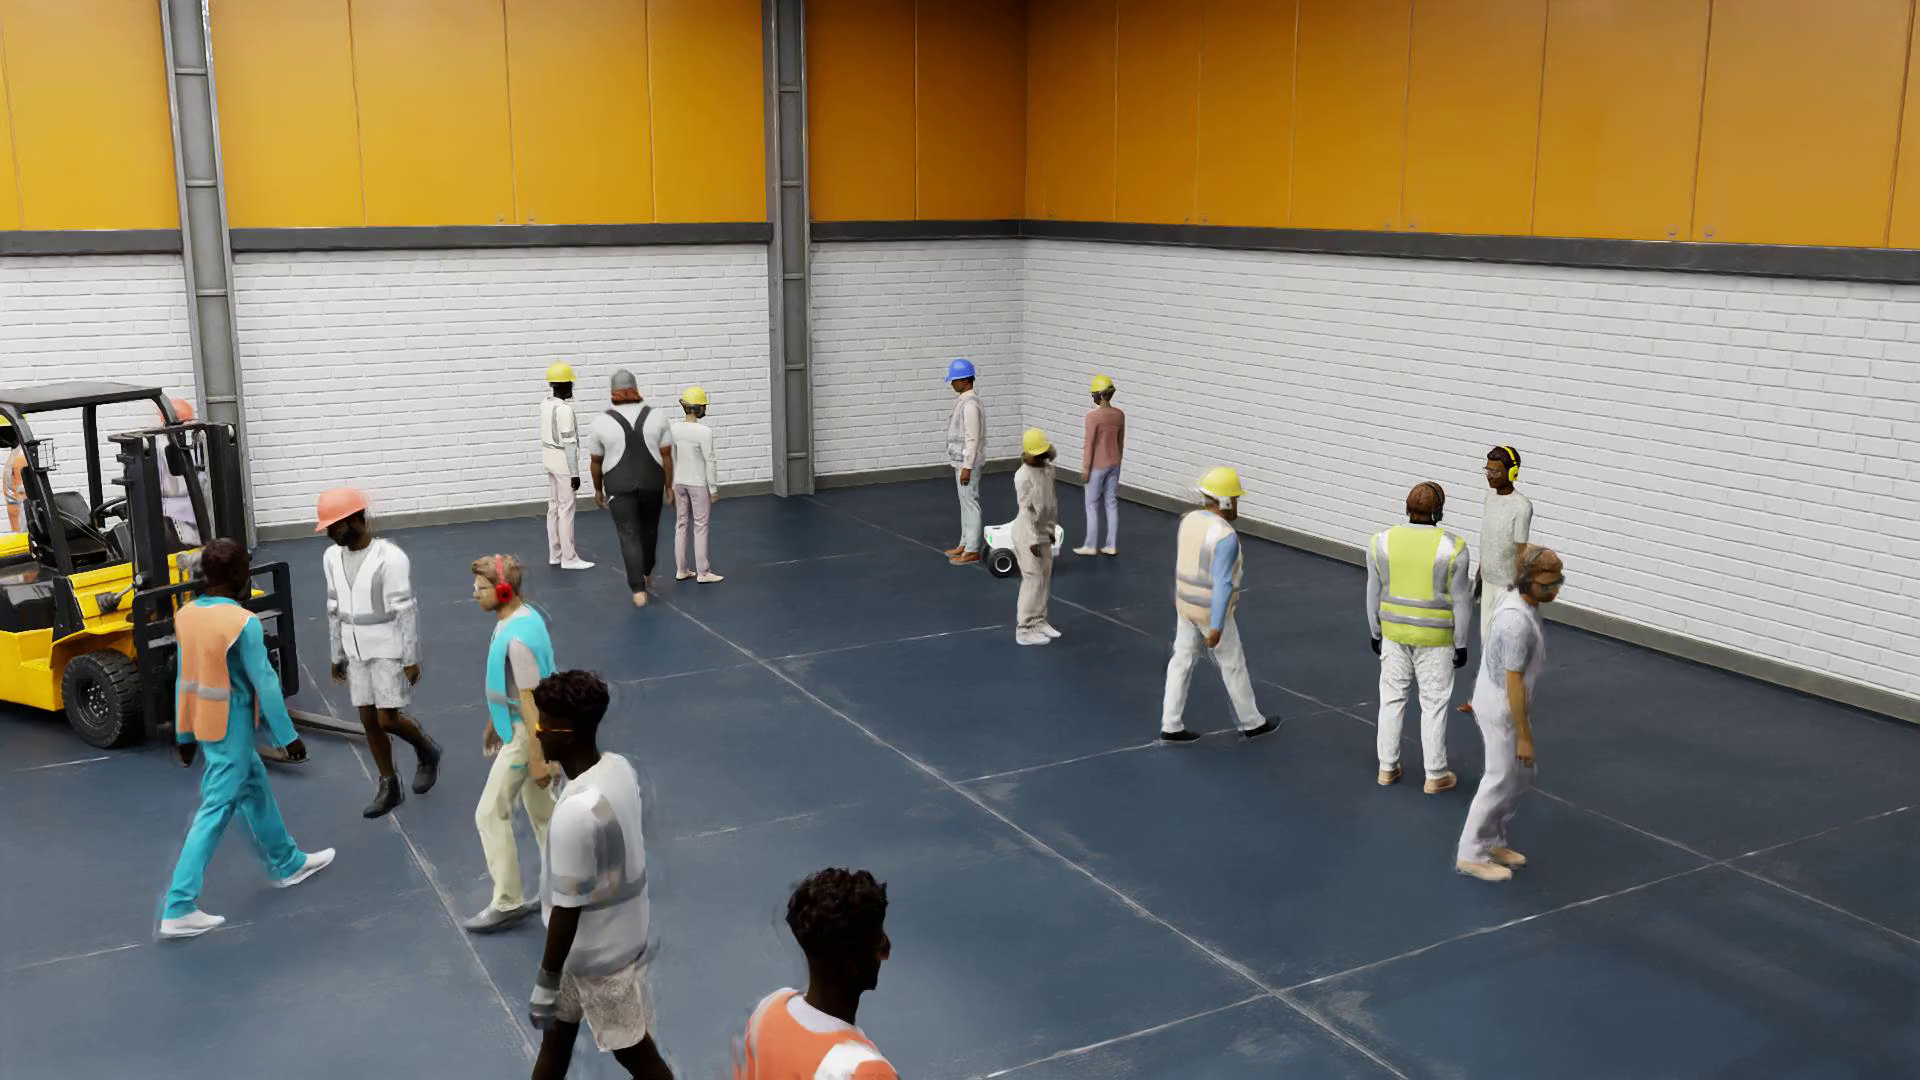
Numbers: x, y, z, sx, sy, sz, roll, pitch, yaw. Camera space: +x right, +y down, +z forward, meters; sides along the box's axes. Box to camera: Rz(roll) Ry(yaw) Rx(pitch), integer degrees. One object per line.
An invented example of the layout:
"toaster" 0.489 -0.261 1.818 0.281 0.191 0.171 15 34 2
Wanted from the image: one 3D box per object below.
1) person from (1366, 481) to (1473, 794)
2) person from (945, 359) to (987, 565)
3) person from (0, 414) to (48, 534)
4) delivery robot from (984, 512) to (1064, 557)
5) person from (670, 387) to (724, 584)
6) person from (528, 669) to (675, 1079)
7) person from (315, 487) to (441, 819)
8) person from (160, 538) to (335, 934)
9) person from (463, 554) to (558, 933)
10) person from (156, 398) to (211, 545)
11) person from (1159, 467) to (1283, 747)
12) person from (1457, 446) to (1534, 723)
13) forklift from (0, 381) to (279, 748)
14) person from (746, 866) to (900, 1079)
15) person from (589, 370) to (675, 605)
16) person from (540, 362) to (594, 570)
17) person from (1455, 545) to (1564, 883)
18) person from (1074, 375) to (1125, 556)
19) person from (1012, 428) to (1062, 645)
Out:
"person" 2.699 0.567 9.775 0.619 1.845 0.430 8 15 34
"person" 0.053 -0.739 15.658 0.394 1.943 0.602 -1 12 -5
"person" -7.193 -0.116 12.812 0.398 1.917 0.596 -5 13 -24
"delivery robot" 0.589 -0.013 15.308 0.707 0.478 0.477 -2 12 -8
"person" -2.376 -0.492 14.921 0.530 1.765 0.326 8 15 34
"person" -1.349 1.382 5.779 0.987 1.909 0.627 0 12 0
"person" -3.300 0.620 9.419 0.571 1.896 0.548 5 13 21
"person" -3.549 0.924 8.067 0.604 1.873 0.993 9 15 37
"person" -2.184 0.960 7.972 0.677 1.818 0.581 -3 12 -12
"person" -6.215 -0.192 13.186 0.808 1.908 0.566 5 13 20
"person" 1.656 0.423 10.549 0.869 1.791 0.607 -5 13 -24
"person" 3.559 0.294 11.020 0.334 1.860 0.509 -3 12 -13
"forklift" -5.853 0.085 11.199 2.313 2.155 1.214 7 14 28
"person" -0.365 1.739 4.065 0.839 1.937 0.610 -6 14 -27
"person" -2.850 -0.512 14.362 0.695 2.000 1.038 -5 13 -21
"person" -3.677 -0.685 15.442 0.371 1.927 0.588 -9 15 -36
"person" 2.759 0.887 8.365 0.474 1.802 0.559 5 13 23
"person" 1.351 -0.707 15.963 0.540 1.756 0.367 -10 16 -39
"person" 0.605 -0.037 12.896 0.351 1.715 0.520 8 15 34
